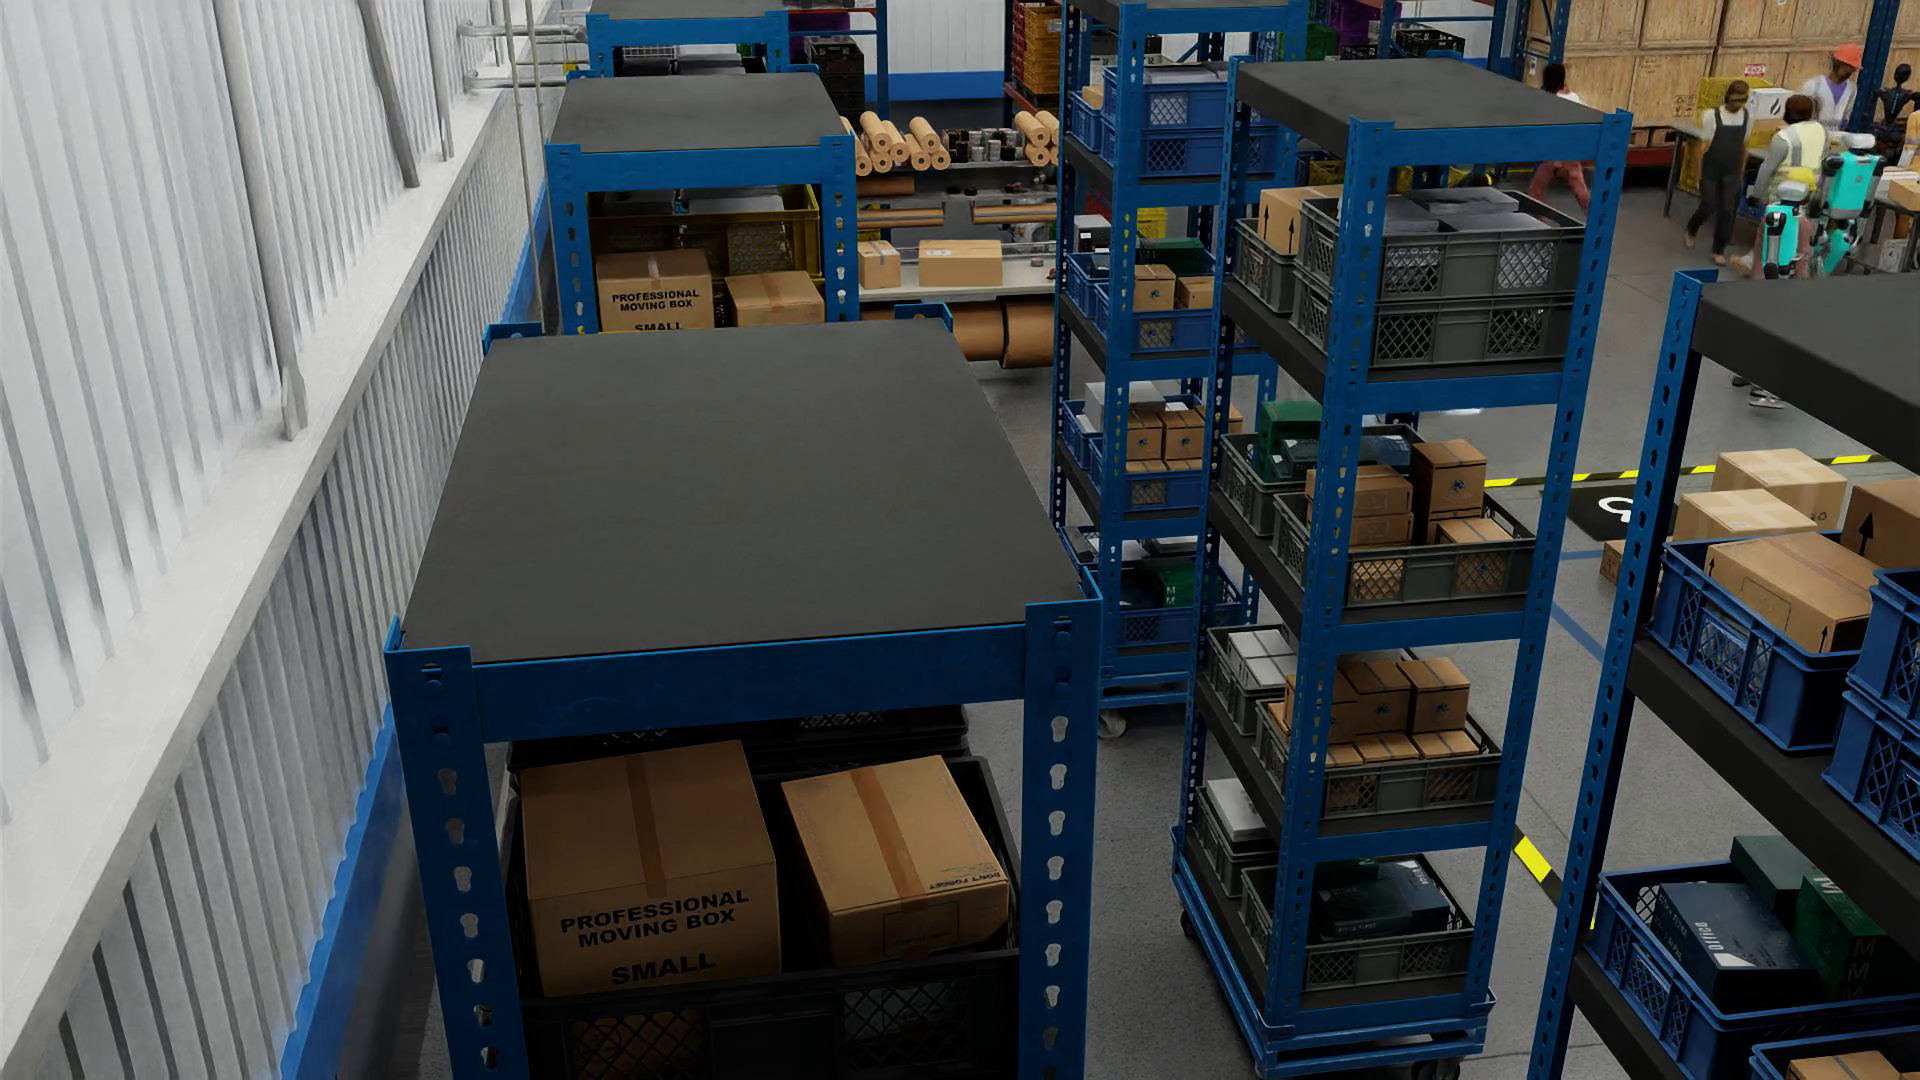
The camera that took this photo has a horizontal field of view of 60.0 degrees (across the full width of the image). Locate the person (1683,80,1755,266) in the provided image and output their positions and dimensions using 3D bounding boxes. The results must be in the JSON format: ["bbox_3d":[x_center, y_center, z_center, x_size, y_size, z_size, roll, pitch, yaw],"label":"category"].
[{"bbox_3d":[7.437,-3.626,16.339,0.529,1.806,0.558,0,25,1],"label":"person"}]

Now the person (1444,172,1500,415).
[{"bbox_3d":[3.630,-1.806,12.348,0.620,1.847,0.501,-3,25,-7],"label":"person"}]

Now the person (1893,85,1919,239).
[{"bbox_3d":[9.185,-3.528,15.972,0.541,1.938,0.356,-8,26,-17],"label":"person"}]

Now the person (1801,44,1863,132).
[{"bbox_3d":[8.788,-4.103,17.142,0.653,2.007,0.783,-3,25,-6],"label":"person"}]

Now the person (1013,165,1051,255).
[{"bbox_3d":[0.660,-2.841,14.706,0.307,1.744,0.485,17,29,32],"label":"person"}]

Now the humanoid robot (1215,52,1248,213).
[{"bbox_3d":[3.259,-4.508,18.417,1.035,1.774,0.549,-17,30,-32],"label":"humanoid robot"}]

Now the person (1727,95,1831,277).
[{"bbox_3d":[7.649,-3.233,15.497,0.629,1.791,0.948,-13,28,-26],"label":"person"}]

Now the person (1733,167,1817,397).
[{"bbox_3d":[6.311,-1.979,12.825,0.346,1.763,0.567,-6,25,-12],"label":"person"}]

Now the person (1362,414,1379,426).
[{"bbox_3d":[1.815,0.187,7.999,0.587,1.853,0.378,-2,25,-4],"label":"person"}]

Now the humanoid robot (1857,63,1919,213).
[{"bbox_3d":[9.977,-4.303,17.977,0.583,1.646,0.482,10,27,21],"label":"humanoid robot"}]

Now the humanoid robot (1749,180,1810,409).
[{"bbox_3d":[6.204,-1.775,12.241,0.735,1.676,0.533,17,30,32],"label":"humanoid robot"}]

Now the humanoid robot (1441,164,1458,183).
[{"bbox_3d":[4.896,-3.987,17.277,0.589,1.644,0.346,-3,25,-7],"label":"humanoid robot"}]

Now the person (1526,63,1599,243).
[{"bbox_3d":[6.181,-3.923,16.984,0.612,1.819,1.168,-22,33,-39],"label":"person"}]

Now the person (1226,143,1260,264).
[{"bbox_3d":[2.830,-3.590,16.200,0.508,1.860,0.317,2,25,4],"label":"person"}]

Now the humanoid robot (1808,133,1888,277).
[{"bbox_3d":[7.405,-2.637,14.292,0.538,1.785,0.791,-3,25,-6],"label":"humanoid robot"}]
